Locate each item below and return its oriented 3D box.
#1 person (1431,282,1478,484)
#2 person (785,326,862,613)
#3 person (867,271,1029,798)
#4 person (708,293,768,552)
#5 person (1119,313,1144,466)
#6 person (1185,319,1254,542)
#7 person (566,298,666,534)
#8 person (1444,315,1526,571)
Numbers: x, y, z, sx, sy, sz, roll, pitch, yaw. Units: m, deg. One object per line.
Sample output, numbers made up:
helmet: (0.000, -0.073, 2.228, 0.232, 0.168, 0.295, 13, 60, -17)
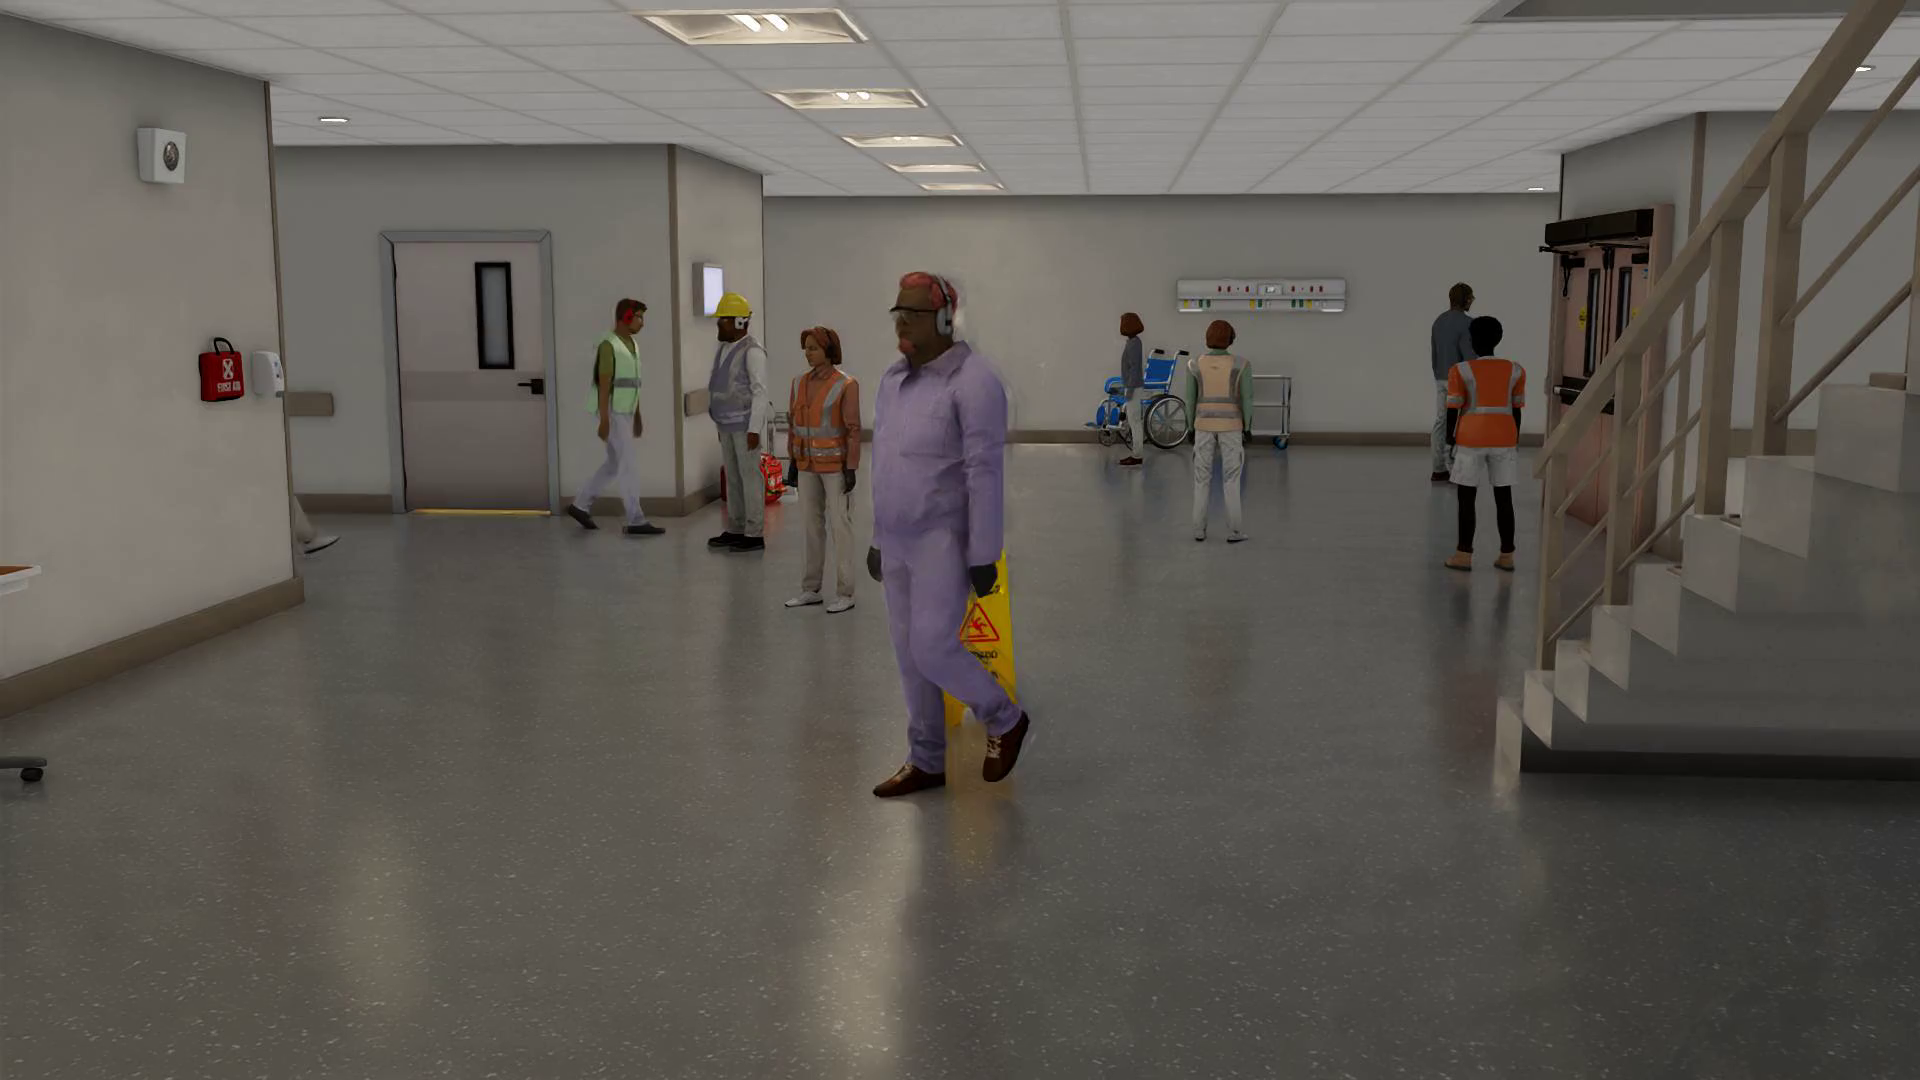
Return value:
person: (4.791, -1.511, 16.084, 0.372, 1.940, 0.630, -3, 9, -19)
person: (-0.786, -0.405, 9.576, 0.523, 1.640, 0.306, 6, 10, 36)
person: (-0.081, -0.007, 5.991, 0.509, 1.899, 0.640, -6, 10, -35)
person: (-1.581, -0.832, 11.819, 0.404, 1.833, 0.591, -6, 10, -33)
person: (1.832, -1.606, 17.760, 0.267, 1.632, 0.507, 1, 8, 9)
person: (1.906, -0.796, 12.238, 0.511, 1.640, 0.308, 4, 9, 23)
person: (-2.670, -0.946, 12.726, 0.825, 1.802, 0.631, 2, 9, 11)
person: (3.461, -0.633, 10.985, 0.544, 1.689, 0.330, -1, 8, -4)
